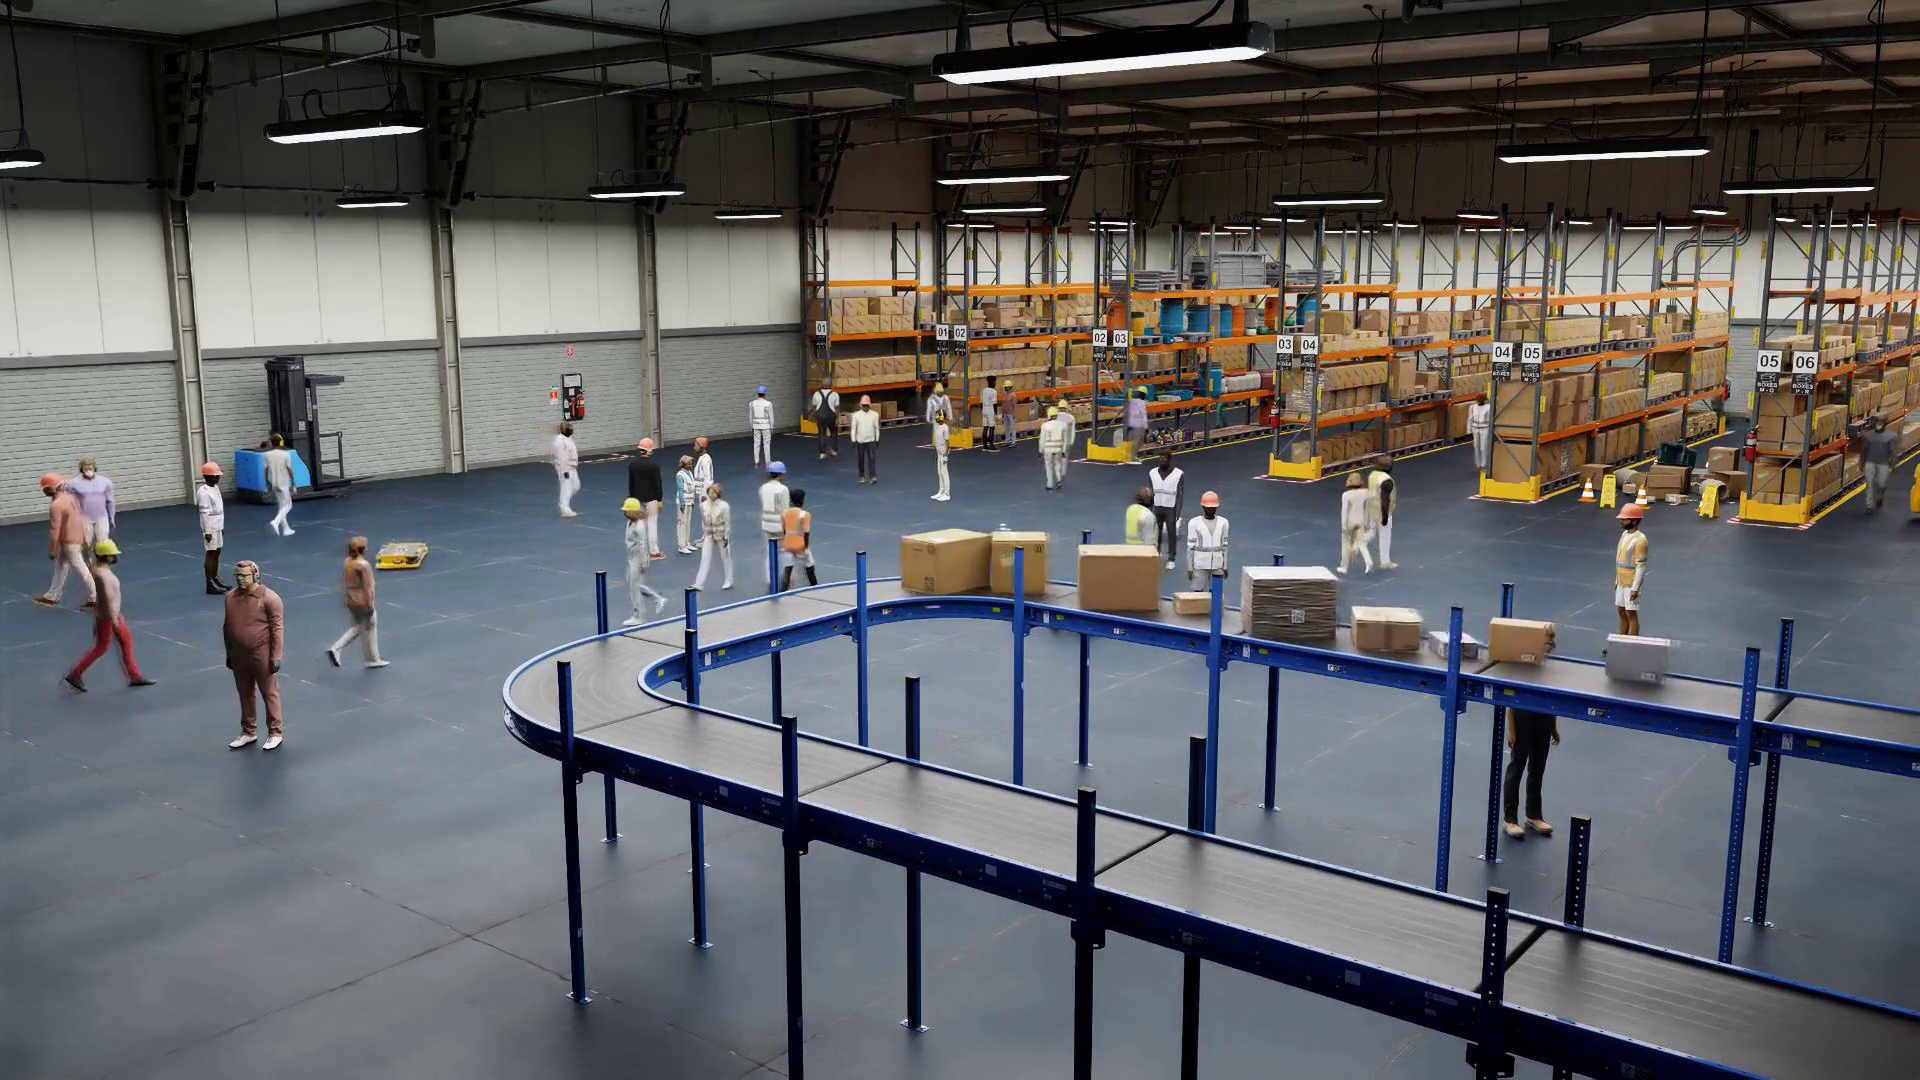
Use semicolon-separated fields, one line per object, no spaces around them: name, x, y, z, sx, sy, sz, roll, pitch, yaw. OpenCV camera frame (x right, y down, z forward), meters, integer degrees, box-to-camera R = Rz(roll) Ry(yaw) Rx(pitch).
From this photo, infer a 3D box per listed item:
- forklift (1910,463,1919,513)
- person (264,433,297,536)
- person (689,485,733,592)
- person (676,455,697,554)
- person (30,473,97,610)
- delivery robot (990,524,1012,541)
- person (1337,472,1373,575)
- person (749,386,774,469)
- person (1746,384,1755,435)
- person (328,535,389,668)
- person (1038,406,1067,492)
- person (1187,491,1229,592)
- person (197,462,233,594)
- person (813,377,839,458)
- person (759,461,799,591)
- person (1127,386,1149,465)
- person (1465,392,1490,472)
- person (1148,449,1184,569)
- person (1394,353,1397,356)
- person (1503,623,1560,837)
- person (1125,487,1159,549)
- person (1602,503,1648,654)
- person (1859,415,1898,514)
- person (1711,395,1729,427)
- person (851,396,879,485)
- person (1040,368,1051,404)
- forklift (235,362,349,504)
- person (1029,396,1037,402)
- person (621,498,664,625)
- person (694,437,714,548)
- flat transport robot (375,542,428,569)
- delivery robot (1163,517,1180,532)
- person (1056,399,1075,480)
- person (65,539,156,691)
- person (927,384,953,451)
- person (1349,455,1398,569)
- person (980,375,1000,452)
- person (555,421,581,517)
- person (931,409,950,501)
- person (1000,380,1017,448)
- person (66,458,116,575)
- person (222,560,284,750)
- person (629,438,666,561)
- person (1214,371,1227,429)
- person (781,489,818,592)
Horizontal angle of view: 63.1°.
forklift;19.034;-1.348;28.998;2.313;2.155;1.214;8;13;37
person;-12.067;-0.974;27.732;0.524;1.855;0.699;2;10;10
person;-3.634;-0.019;23.091;0.536;1.585;0.861;4;11;23
person;-4.604;-0.605;26.256;0.311;1.640;0.513;2;10;9
person;-12.546;0.038;21.784;1.052;1.933;0.642;-2;10;-13
delivery robot;0.713;-0.147;25.852;0.335;0.223;0.698;4;11;23
person;6.158;-0.252;24.335;0.504;1.613;0.680;-4;11;-19
person;-4.677;-2.670;37.010;0.614;1.947;0.388;3;10;16
person;20.540;-3.221;40.220;0.613;1.910;0.564;10;14;43
person;-7.195;0.758;18.638;0.520;1.623;0.608;9;14;42
person;1.952;-1.923;33.190;0.600;1.817;0.425;-5;11;-25
person;3.206;0.326;20.174;0.552;1.935;0.365;-2;10;-10
person;-10.991;-0.190;23.081;0.371;1.935;0.551;-1;10;-6
person;-3.306;-3.068;39.109;0.702;2.000;0.843;1;10;8
person;-2.680;-0.206;23.223;0.623;1.915;0.641;8;13;39
person;4.289;-2.757;37.681;0.611;1.878;0.733;-5;11;-24
person;12.036;-2.491;36.272;0.580;1.862;0.652;9;13;40
person;3.264;-0.504;24.924;0.602;1.915;0.408;5;11;27
person;14.869;-5.639;53.970;0.314;1.861;0.511;7;12;33
person;4.870;1.599;13.285;0.506;1.842;0.346;-3;11;-18
person;2.439;0.168;21.444;0.882;1.815;0.630;-5;11;-26
person;8.158;0.511;19.135;0.359;1.938;0.547;0;10;-2
person;17.807;-1.478;30.374;0.643;1.920;0.568;8;13;37
person;21.971;-4.131;45.328;0.590;1.914;0.518;-8;13;-39
person;-2.069;-2.184;34.295;0.637;1.936;0.992;-2;10;-9
person;2.729;-4.528;48.271;0.533;1.662;0.824;7;12;34
forklift;-13.803;-2.244;32.110;1.129;2.768;1.873;8;13;37
person;2.276;-4.739;49.531;0.285;1.636;0.500;-6;11;-29
person;-4.298;0.271;21.072;0.525;1.725;0.495;-4;11;-23
person;-4.389;-0.820;26.778;0.344;1.882;0.585;-2;10;-13
flat transport robot;-9.089;0.241;25.466;0.652;0.197;1.431;-2;10;-12
delivery robot;3.491;-0.293;27.406;0.707;0.478;0.477;-3;10;-14
person;2.276;-2.231;34.920;0.595;1.819;0.639;-1;10;-8
person;-9.743;0.854;17.796;0.852;1.741;0.526;-4;11;-20
person;-0.508;-3.089;39.867;0.599;1.774;0.971;-5;11;-24
person;6.595;-0.443;24.830;0.726;1.825;0.633;-2;10;-10
person;0.769;-3.263;40.302;0.374;1.963;0.608;-7;12;-35
person;-7.522;-1.360;29.957;0.432;1.832;0.622;1;10;4
person;-0.379;-1.745;32.023;0.335;1.873;0.519;-4;11;-21
person;1.273;-3.313;41.142;0.328;1.767;0.532;-8;13;-37
person;-13.218;-0.315;23.834;0.635;1.920;0.670;-6;12;-32
person;-7.083;1.144;15.648;0.644;1.913;0.408;2;10;12
person;-5.127;-0.674;25.642;0.618;1.993;0.396;5;11;25
person;7.646;-4.145;45.866;0.678;1.745;0.531;-10;14;-43
person;-2.266;0.095;22.264;0.545;1.645;0.863;7;12;33
